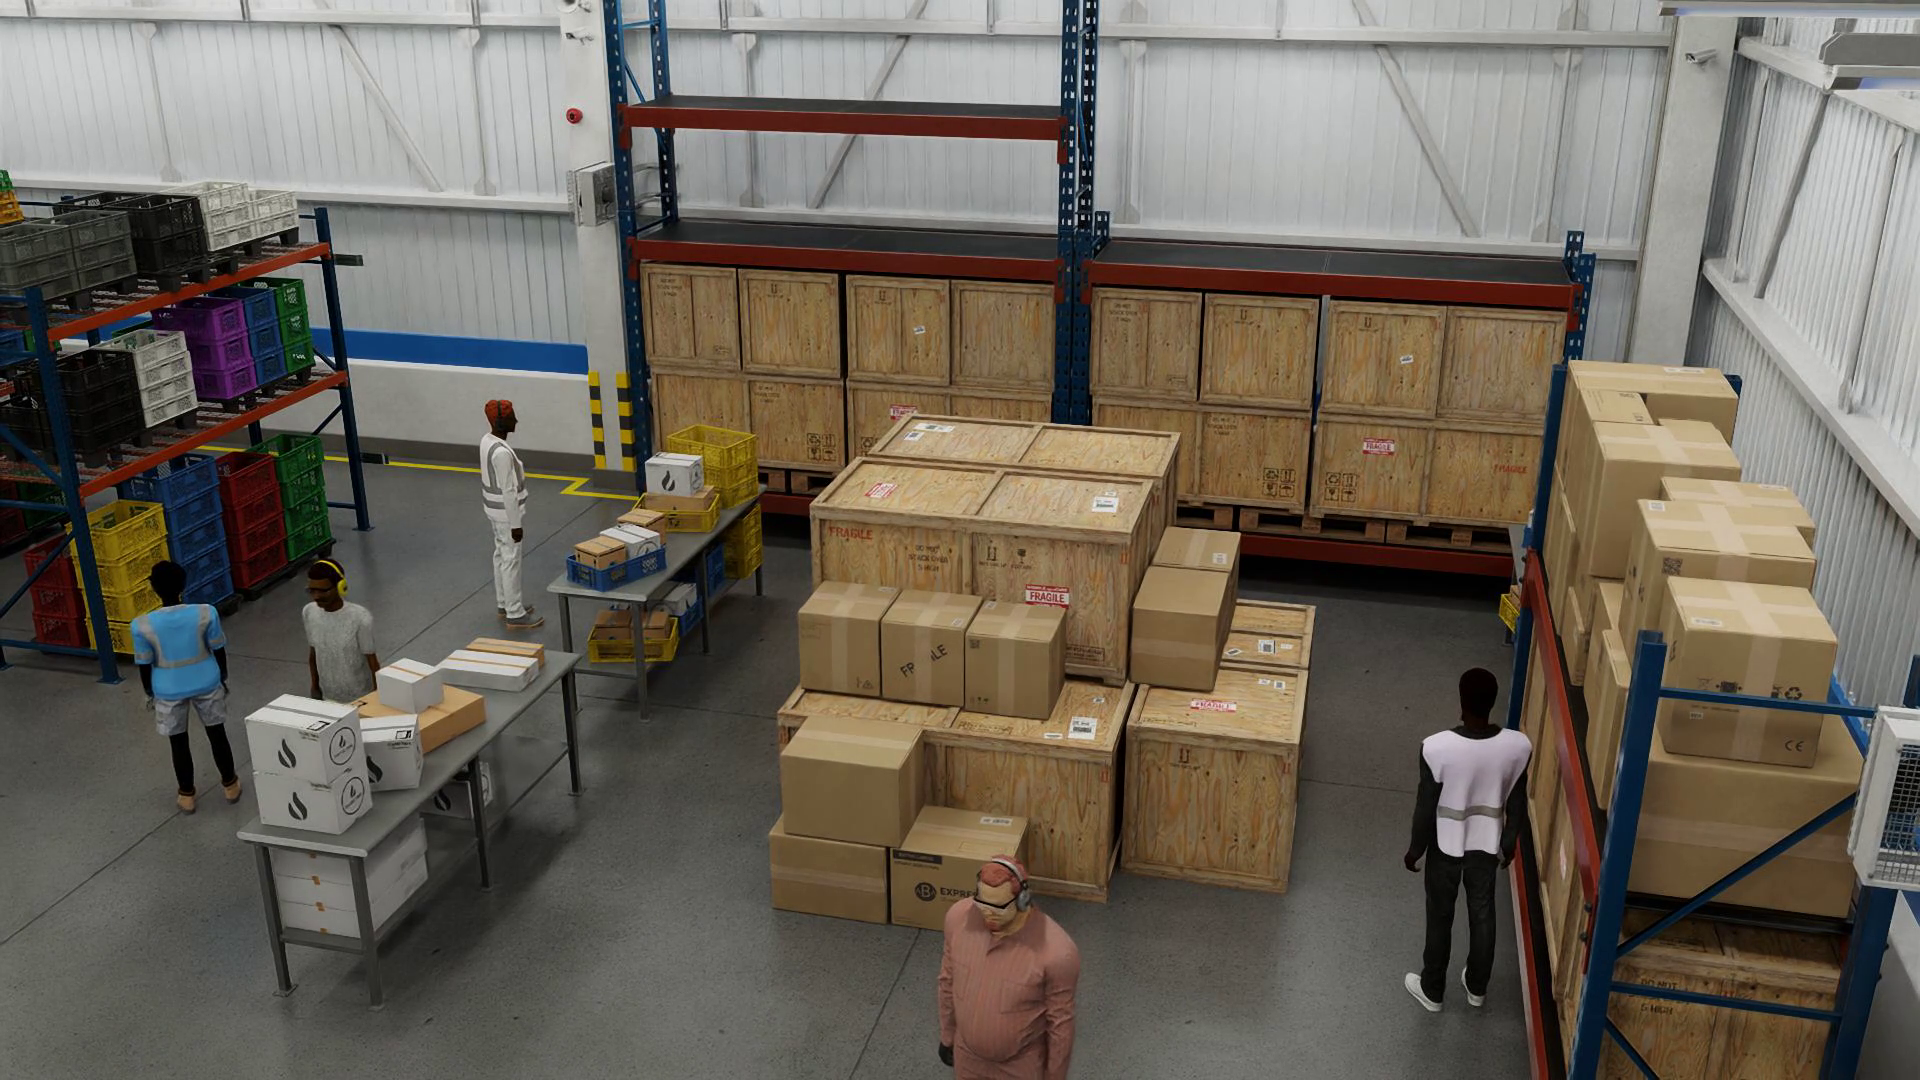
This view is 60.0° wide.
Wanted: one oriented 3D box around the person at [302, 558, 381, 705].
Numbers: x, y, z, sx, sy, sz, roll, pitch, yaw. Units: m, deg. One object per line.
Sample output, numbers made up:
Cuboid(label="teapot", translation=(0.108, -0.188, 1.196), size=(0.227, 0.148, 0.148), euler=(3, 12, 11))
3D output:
Cuboid(label="person", translation=(-3.778, 0.978, 10.247), size=(0.516, 1.858, 0.316), euler=(6, 22, 16))

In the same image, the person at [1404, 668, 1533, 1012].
Cuboid(label="person", translation=(2.617, 1.569, 8.615), size=(0.596, 1.915, 0.370), euler=(-3, 21, -7))

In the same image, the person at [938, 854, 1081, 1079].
Cuboid(label="person", translation=(0.172, 2.173, 7.063), size=(0.646, 1.899, 0.404), euler=(12, 24, 29))

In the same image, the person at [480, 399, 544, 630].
Cuboid(label="person", translation=(-3.626, -0.214, 13.325), size=(0.341, 1.882, 0.586), euler=(-11, 23, -26))

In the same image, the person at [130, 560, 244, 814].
Cuboid(label="person", translation=(-4.928, 0.933, 10.579), size=(0.568, 1.696, 0.324), euler=(-12, 24, -29))
